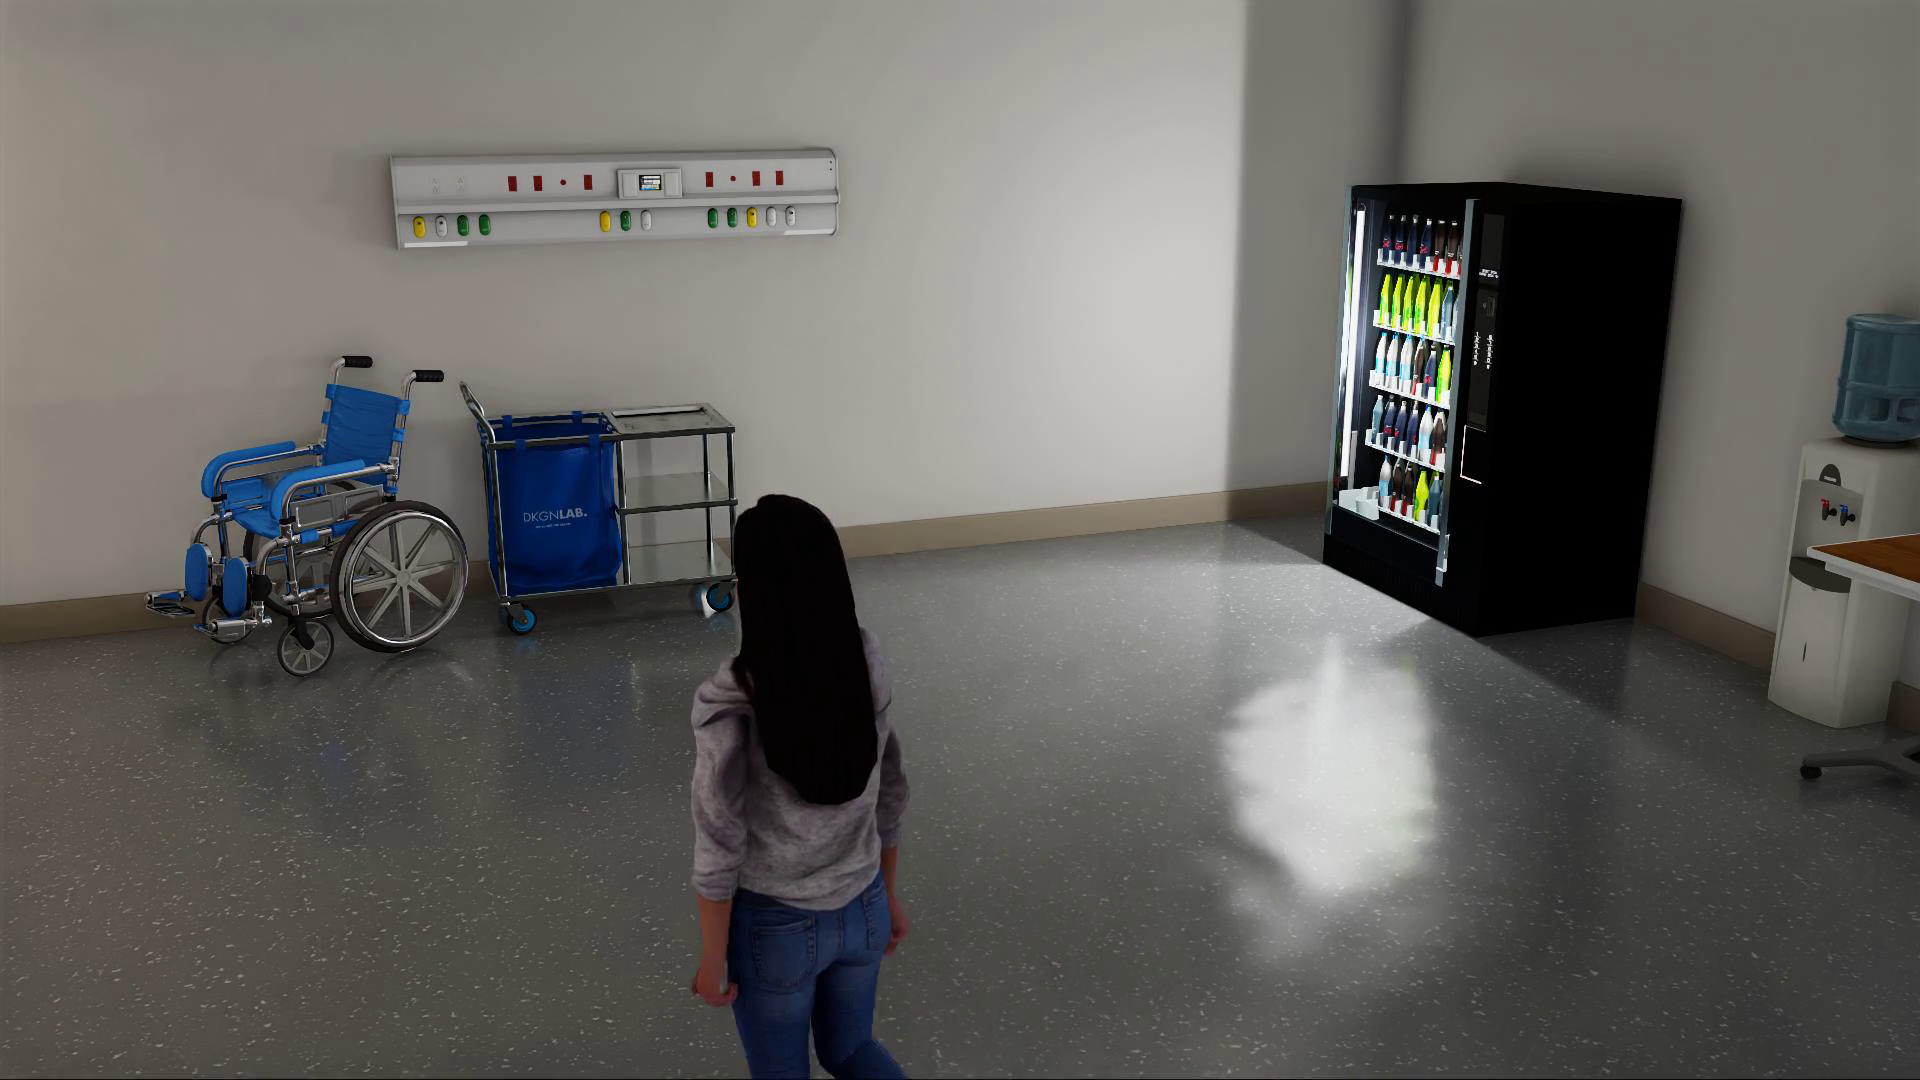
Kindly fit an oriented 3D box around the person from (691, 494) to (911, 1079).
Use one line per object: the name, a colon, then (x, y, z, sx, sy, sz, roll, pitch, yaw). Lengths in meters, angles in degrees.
person: (-0.224, 0.732, 3.041, 0.922, 1.620, 0.802, 15, 22, 43)
